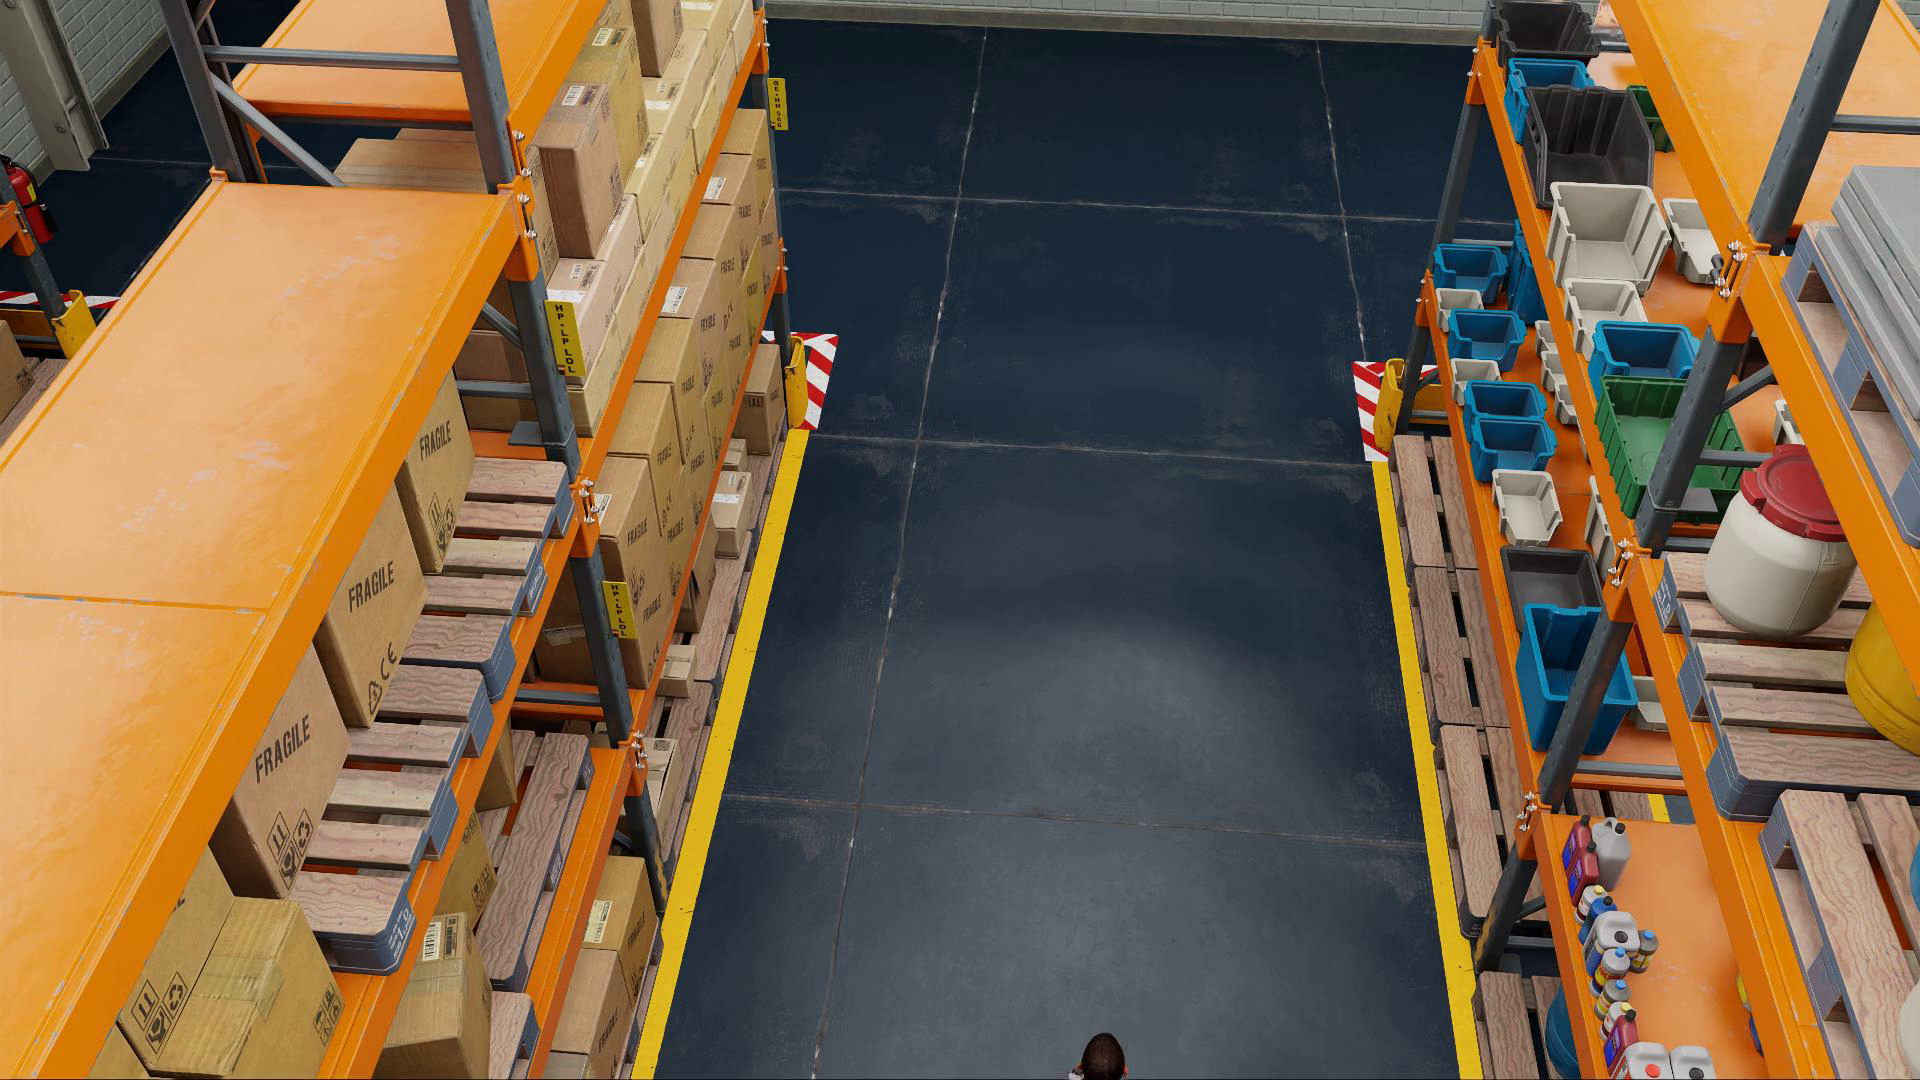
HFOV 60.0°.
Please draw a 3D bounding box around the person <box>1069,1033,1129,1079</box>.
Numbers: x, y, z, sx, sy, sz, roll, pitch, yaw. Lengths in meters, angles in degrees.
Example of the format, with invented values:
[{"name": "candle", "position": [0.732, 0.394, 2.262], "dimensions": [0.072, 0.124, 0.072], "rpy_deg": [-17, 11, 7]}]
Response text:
[{"name": "person", "position": [0.533, 2.401, 6.580], "dimensions": [0.602, 1.444, 0.835], "rpy_deg": [6, 43, 7]}]
